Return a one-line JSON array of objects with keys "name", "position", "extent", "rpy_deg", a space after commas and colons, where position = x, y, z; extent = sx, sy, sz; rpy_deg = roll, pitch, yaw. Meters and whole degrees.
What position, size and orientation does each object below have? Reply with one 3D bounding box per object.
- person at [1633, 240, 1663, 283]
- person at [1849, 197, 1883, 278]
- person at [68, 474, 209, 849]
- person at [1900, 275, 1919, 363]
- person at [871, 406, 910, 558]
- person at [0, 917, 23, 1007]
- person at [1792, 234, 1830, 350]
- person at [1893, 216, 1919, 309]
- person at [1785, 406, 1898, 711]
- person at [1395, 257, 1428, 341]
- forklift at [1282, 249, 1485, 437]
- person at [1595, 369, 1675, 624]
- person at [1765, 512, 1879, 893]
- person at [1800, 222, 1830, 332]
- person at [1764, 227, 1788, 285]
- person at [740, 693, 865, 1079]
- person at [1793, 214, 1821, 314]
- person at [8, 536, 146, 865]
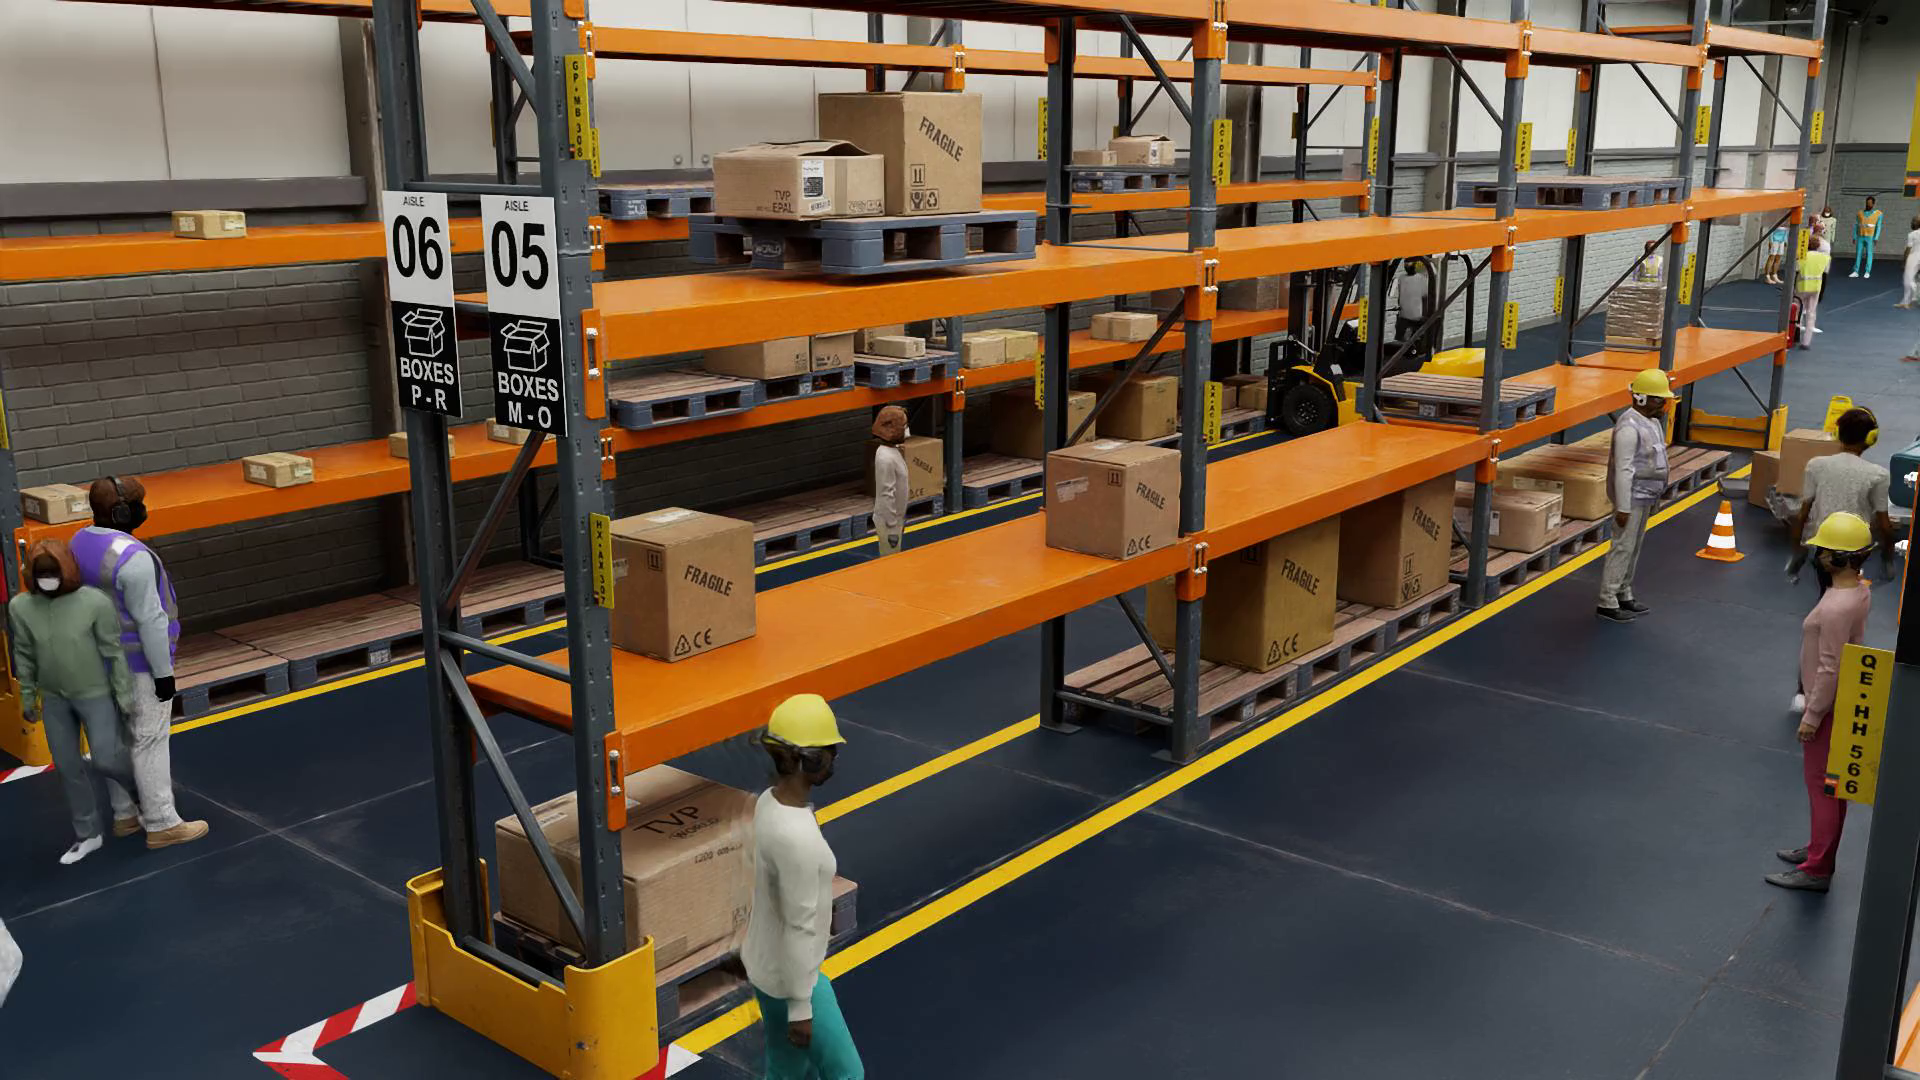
[{"name": "person", "position": [11.705, -4.289, 28.357], "extent": [0.514, 1.642, 0.310], "rpy_deg": [-1, 14, -6]}, {"name": "person", "position": [21.741, -7.262, 39.888], "extent": [0.392, 1.919, 0.591], "rpy_deg": [-11, 18, -39]}, {"name": "person", "position": [-4.014, 0.586, 8.095], "extent": [0.637, 1.842, 0.429], "rpy_deg": [10, 17, 34]}, {"name": "person", "position": [14.821, -3.616, 25.145], "extent": [1.019, 1.896, 0.624], "rpy_deg": [-2, 14, -7]}, {"name": "person", "position": [-0.456, -0.109, 11.353], "extent": [0.283, 1.633, 0.500], "rpy_deg": [0, 14, 1]}, {"name": "person", "position": [-3.539, 1.155, 5.716], "extent": [0.590, 1.867, 0.406], "rpy_deg": [8, 16, 30]}, {"name": "person", "position": [13.612, -4.005, 26.819], "extent": [0.604, 1.815, 0.791], "rpy_deg": [1, 14, 6]}, {"name": "person", "position": [18.755, -5.430, 32.605], "extent": [0.518, 1.830, 0.670], "rpy_deg": [-7, 16, -28]}, {"name": "person", "position": [5.402, 0.097, 10.116], "extent": [0.945, 1.826, 0.495], "rpy_deg": [-8, 16, -30]}, {"name": "person", "position": [6.279, -3.087, 23.098], "extent": [0.950, 1.830, 0.540], "rpy_deg": [-12, 18, -41]}, {"name": "forklift", "position": [4.886, -2.214, 18.767], "extent": [2.313, 2.155, 1.214], "rpy_deg": [11, 18, 38]}, {"name": "person", "position": [4.802, -0.314, 11.813], "extent": [0.403, 1.822, 0.596], "rpy_deg": [10, 17, 35]}, {"name": "person", "position": [3.957, 0.742, 7.616], "extent": [0.313, 1.769, 0.523], "rpy_deg": [10, 17, 35]}, {"name": "person", "position": [14.880, -4.571, 28.986], "extent": [0.398, 1.900, 0.637], "rpy_deg": [-5, 15, -19]}, {"name": "person", "position": [18.711, -6.863, 38.009], "extent": [0.608, 2.044, 0.371], "rpy_deg": [-8, 16, -29]}, {"name": "person", "position": [-0.502, 1.341, 5.200], "extent": [0.376, 1.741, 0.557], "rpy_deg": [-4, 14, -16]}, {"name": "person", "position": [16.279, -5.283, 31.879], "extent": [0.399, 1.899, 0.646], "rpy_deg": [-3, 14, -14]}, {"name": "person", "position": [-4.201, 0.733, 7.952], "extent": [0.534, 1.616, 0.450], "rpy_deg": [1, 14, 2]}]
